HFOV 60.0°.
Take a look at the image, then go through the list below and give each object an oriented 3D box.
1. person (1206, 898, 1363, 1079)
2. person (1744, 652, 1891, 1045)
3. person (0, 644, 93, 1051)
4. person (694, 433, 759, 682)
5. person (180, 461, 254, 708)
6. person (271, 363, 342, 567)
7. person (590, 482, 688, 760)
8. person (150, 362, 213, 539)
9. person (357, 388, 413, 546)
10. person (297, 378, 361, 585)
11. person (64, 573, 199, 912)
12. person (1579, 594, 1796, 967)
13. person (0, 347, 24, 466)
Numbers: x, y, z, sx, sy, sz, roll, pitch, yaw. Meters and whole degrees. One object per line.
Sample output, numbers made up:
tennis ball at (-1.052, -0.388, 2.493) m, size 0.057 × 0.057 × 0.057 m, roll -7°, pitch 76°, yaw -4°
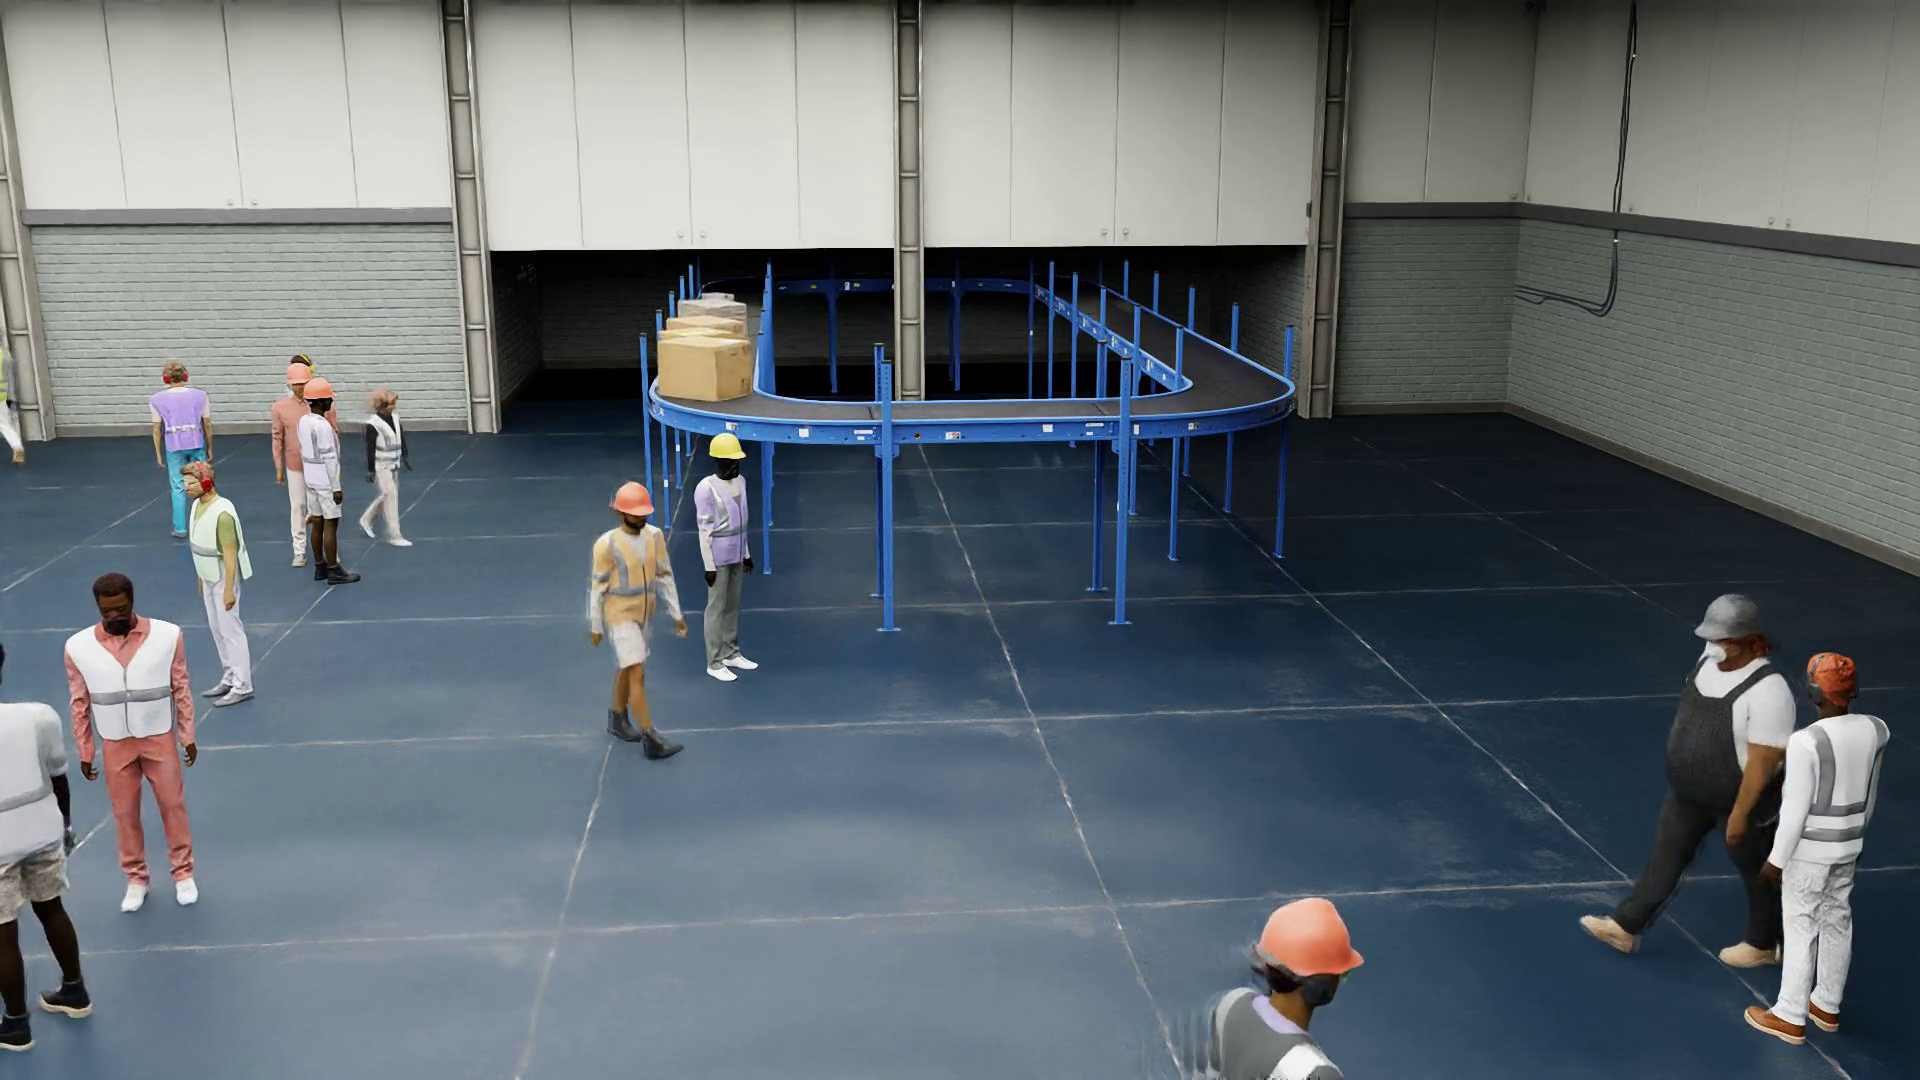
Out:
person at (1.047, 2.038, 5.067) m, size 0.858 × 2.011 × 0.613 m, roll -3°, pitch 14°, yaw -13°
person at (3.995, 1.430, 7.748) m, size 0.572 × 1.886 × 0.354 m, roll -6°, pitch 15°, yaw -22°
person at (-4.431, 1.402, 7.757) m, size 0.446 × 1.948 × 0.621 m, roll 10°, pitch 17°, yaw 34°
person at (-1.805, 0.119, 12.909) m, size 0.368 × 1.928 × 0.585 m, roll 6°, pitch 15°, yaw 24°
person at (-5.491, 0.308, 12.350) m, size 0.402 × 1.833 × 0.569 m, roll -13°, pitch 19°, yaw -42°
person at (-6.346, -0.736, 16.189) m, size 0.622 × 1.993 × 0.382 m, roll -6°, pitch 15°, yaw -21°
person at (-2.155, 0.534, 11.311) m, size 0.931 × 1.888 × 0.557 m, roll 10°, pitch 17°, yaw 35°
person at (-8.061, -0.930, 17.302) m, size 0.561 × 1.836 × 0.393 m, roll -10°, pitch 17°, yaw -34°
person at (-5.952, -0.759, 17.059) m, size 0.662 × 1.616 × 0.524 m, roll 3°, pitch 14°, yaw 10°
person at (-5.935, -0.550, 15.562) m, size 0.543 × 1.939 × 0.360 m, roll 13°, pitch 19°, yaw 43°
person at (-4.503, 1.087, 9.086) m, size 0.600 × 1.907 × 0.411 m, roll -6°, pitch 15°, yaw -22°
person at (3.756, 1.202, 8.344) m, size 1.022 × 2.000 × 0.696 m, roll -3°, pitch 14°, yaw -11°
person at (-12.062, -1.757, 20.657) m, size 0.717 × 1.809 × 0.650 m, roll 9°, pitch 17°, yaw 33°
